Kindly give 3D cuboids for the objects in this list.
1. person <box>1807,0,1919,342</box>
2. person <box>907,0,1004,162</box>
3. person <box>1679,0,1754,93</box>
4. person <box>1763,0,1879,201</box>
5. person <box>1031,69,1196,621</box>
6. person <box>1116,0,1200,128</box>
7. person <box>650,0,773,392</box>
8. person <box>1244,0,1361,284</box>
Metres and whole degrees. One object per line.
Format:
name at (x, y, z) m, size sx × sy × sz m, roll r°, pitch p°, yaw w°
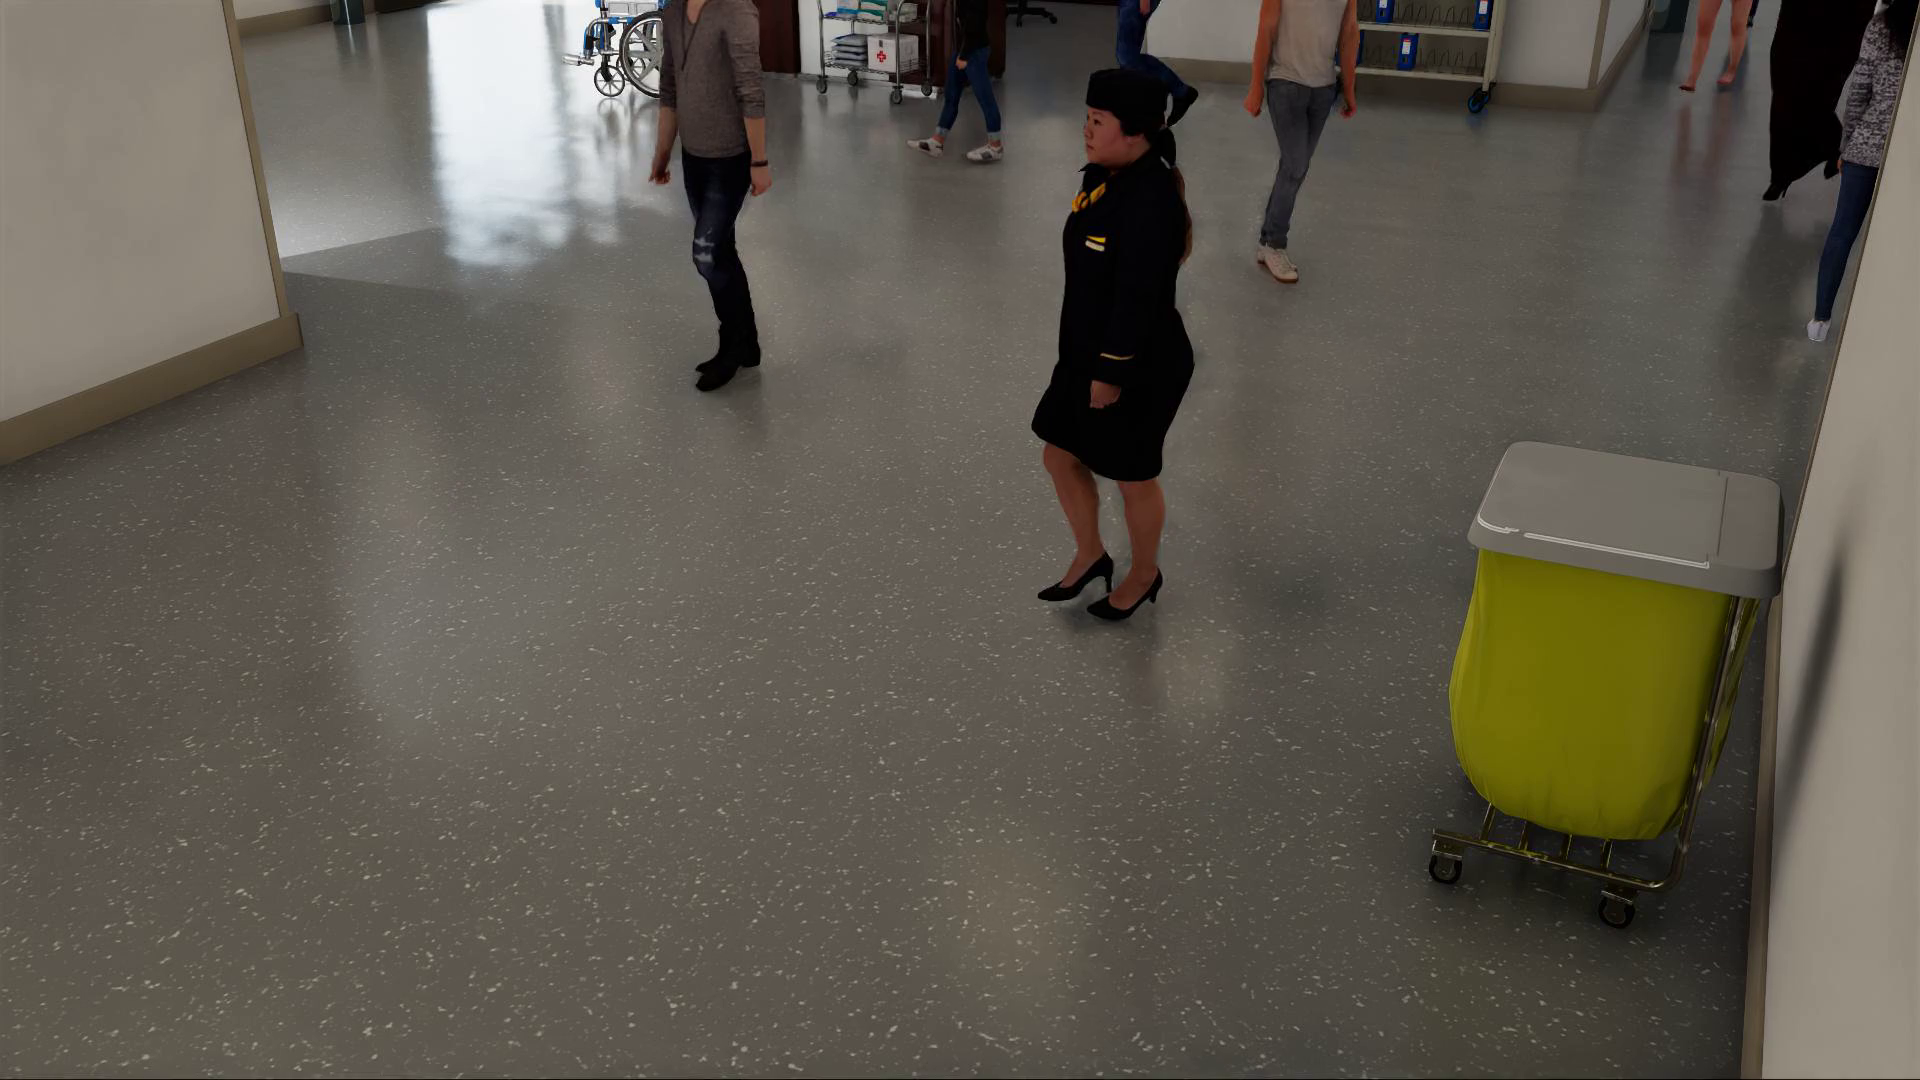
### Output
person at (4.048, -1.701, 7.223) m, size 0.516 × 1.733 × 0.703 m, roll 17°, pitch 31°, yaw 31°
person at (0.142, -3.101, 10.439) m, size 0.953 × 1.462 × 0.853 m, roll -4°, pitch 26°, yaw -9°
person at (5.863, -4.222, 12.544) m, size 1.113 × 1.652 × 0.881 m, roll 21°, pitch 33°, yaw 37°
person at (4.945, -2.818, 9.523) m, size 0.916 × 1.747 × 0.869 m, roll -16°, pitch 30°, yaw -30°
person at (0.548, -0.522, 4.856) m, size 0.878 × 1.666 × 0.840 m, roll -5°, pitch 26°, yaw -11°
person at (1.280, -3.639, 11.078) m, size 1.019 × 1.875 × 0.819 m, roll 5°, pitch 26°, yaw 10°
person at (-0.914, -1.573, 6.781) m, size 0.875 × 1.887 × 0.750 m, roll -22°, pitch 33°, yaw -38°
person at (1.634, -2.252, 8.201) m, size 0.827 × 1.875 × 0.887 m, roll -11°, pitch 28°, yaw -21°
